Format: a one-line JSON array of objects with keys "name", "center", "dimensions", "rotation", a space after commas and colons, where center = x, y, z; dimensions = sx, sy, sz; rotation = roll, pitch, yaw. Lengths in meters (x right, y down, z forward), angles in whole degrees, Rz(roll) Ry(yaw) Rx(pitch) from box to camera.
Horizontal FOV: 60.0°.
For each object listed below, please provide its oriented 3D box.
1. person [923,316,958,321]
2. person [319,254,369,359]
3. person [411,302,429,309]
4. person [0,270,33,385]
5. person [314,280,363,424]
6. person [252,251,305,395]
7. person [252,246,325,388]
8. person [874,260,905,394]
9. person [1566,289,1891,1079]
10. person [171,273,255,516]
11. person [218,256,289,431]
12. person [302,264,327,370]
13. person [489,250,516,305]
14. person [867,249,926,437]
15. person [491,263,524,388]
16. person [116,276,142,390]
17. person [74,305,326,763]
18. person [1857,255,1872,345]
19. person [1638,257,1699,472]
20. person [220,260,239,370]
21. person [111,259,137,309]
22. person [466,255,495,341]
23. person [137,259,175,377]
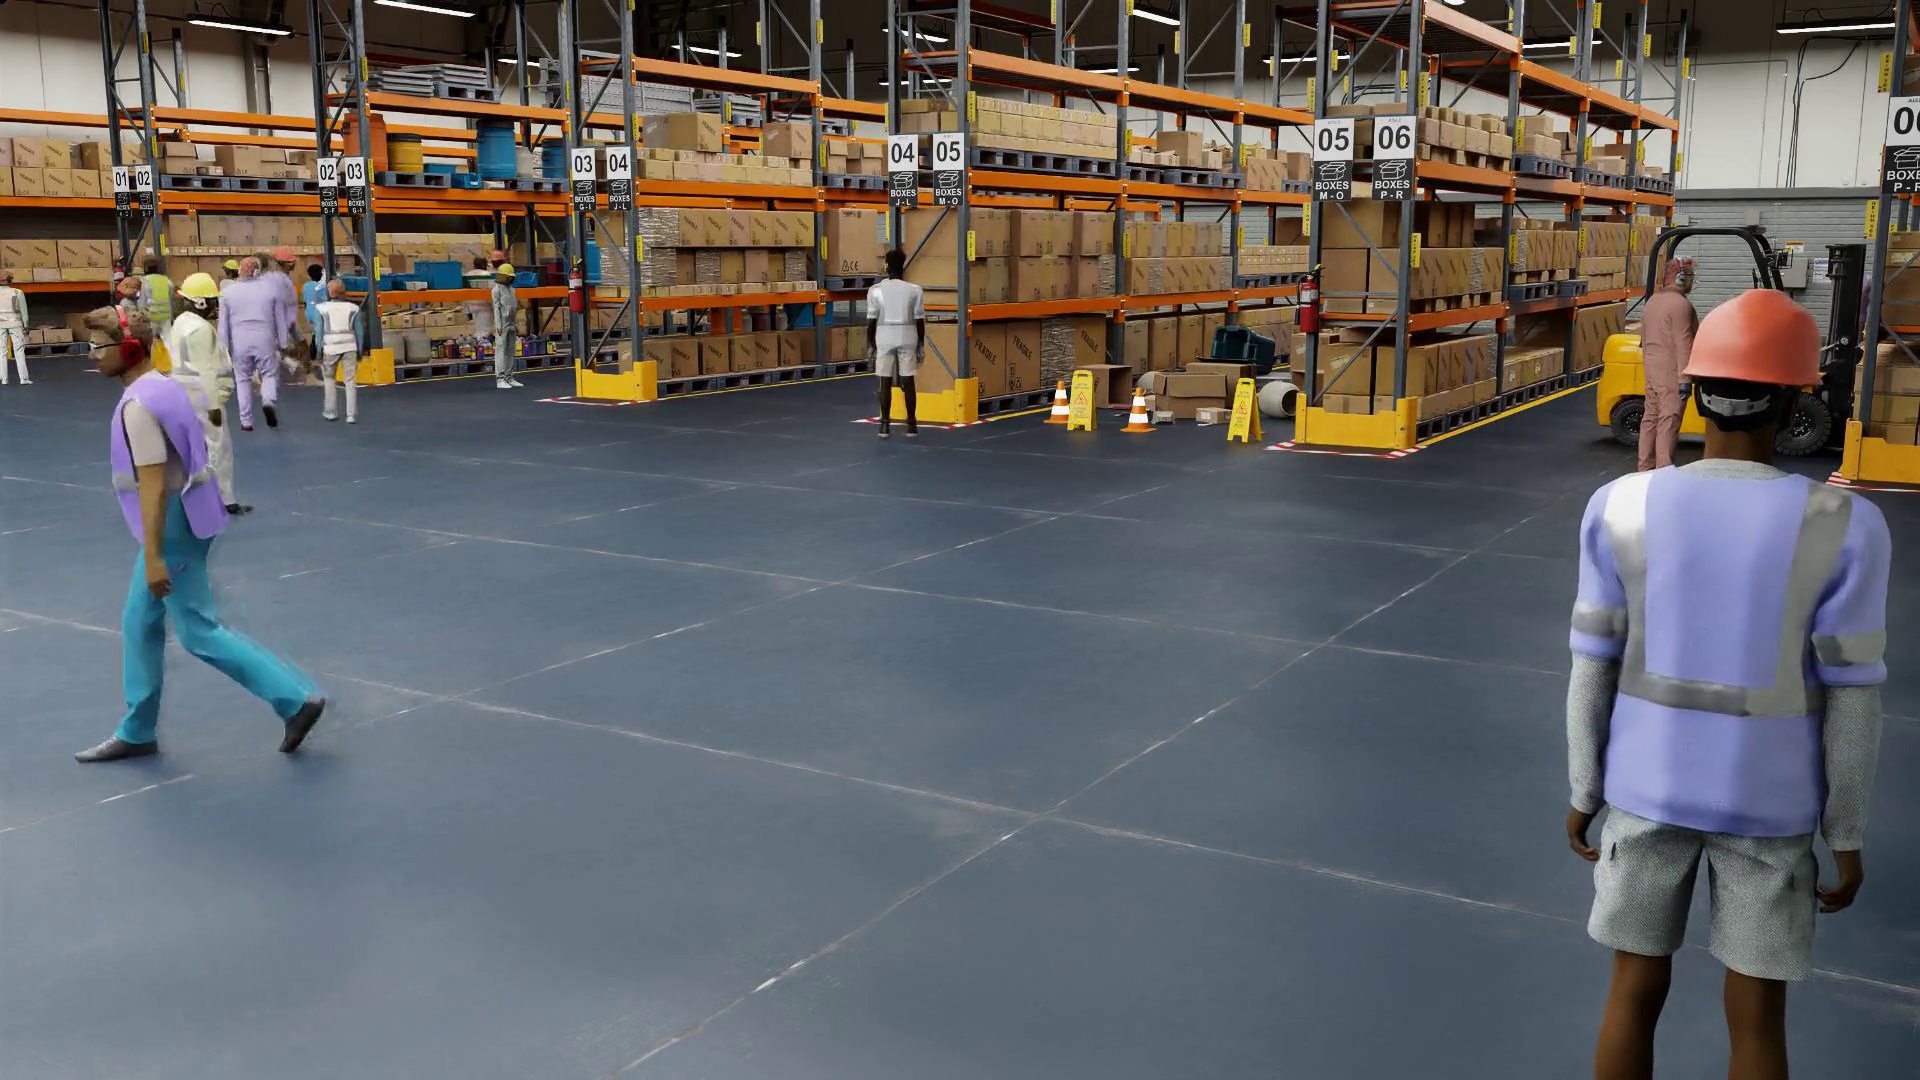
[{"name": "person", "center": [-0.264, -3.023, 22.647], "dimensions": [0.604, 2.038, 0.403], "rotation": [3, 10, 14]}, {"name": "person", "center": [-10.574, -3.930, 28.265], "dimensions": [0.583, 1.836, 0.968], "rotation": [5, 11, 27]}, {"name": "person", "center": [-11.245, -5.021, 34.583], "dimensions": [0.522, 1.769, 0.318], "rotation": [6, 12, 32]}, {"name": "person", "center": [-13.575, -3.021, 23.741], "dimensions": [0.521, 1.636, 0.311], "rotation": [-2, 10, -13]}, {"name": "person", "center": [-7.032, -2.125, 18.799], "dimensions": [0.539, 1.608, 0.775], "rotation": [-6, 12, -30]}, {"name": "person", "center": [-9.237, -2.921, 22.389], "dimensions": [0.620, 1.918, 0.635], "rotation": [-6, 12, -30]}, {"name": "person", "center": [-9.419, -3.086, 23.134], "dimensions": [1.025, 1.994, 0.612], "rotation": [-2, 10, -11]}, {"name": "person", "center": [-0.907, -2.871, 22.236], "dimensions": [0.514, 1.877, 0.328], "rotation": [8, 13, 37]}, {"name": "person", "center": [1.473, 0.488, 3.249], "dimensions": [0.552, 1.934, 0.373], "rotation": [6, 12, 32]}, {"name": "person", "center": [-5.611, -1.045, 12.188], "dimensions": [0.630, 1.812, 0.600], "rotation": [-7, 12, -36]}, {"name": "person", "center": [-7.600, -2.097, 17.879], "dimensions": [0.710, 1.882, 0.524], "rotation": [-4, 11, -22]}, {"name": "person", "center": [-10.285, -3.570, 26.673], "dimensions": [0.548, 1.697, 0.363], "rotation": [7, 12, 34]}, {"name": "person", "center": [-8.465, -4.347, 30.472], "dimensions": [0.570, 1.881, 0.981], "rotation": [5, 11, 26]}, {"name": "person", "center": [-0.662, -2.050, 17.384], "dimensions": [0.613, 1.961, 0.368], "rotation": [-1, 10, -3]}, {"name": "person", "center": [-6.360, -3.004, 23.362], "dimensions": [0.303, 1.740, 0.485], "rotation": [3, 11, 17]}, {"name": "person", "center": [-9.768, -2.290, 19.653], "dimensions": [0.285, 1.633, 0.498], "rotation": [-4, 11, -22]}, {"name": "person", "center": [-2.998, -0.014, 6.471], "dimensions": [0.877, 1.802, 0.615], "rotation": [-3, 11, -18]}, {"name": "person", "center": [12.775, -3.172, 23.815], "dimensions": [0.590, 1.919, 0.390], "rotation": [5, 11, 27]}, {"name": "person", "center": [5.773, -1.326, 13.491], "dimensions": [0.404, 1.911, 0.636], "rotation": [-1, 10, -4]}, {"name": "person", "center": [-11.683, -3.617, 26.744], "dimensions": [0.518, 1.757, 0.341], "rotation": [7, 12, 35]}, {"name": "person", "center": [-13.818, -3.773, 27.431], "dimensions": [0.550, 1.822, 0.630], "rotation": [4, 11, 23]}, {"name": "person", "center": [-8.089, -3.873, 27.997], "dimensions": [0.639, 1.821, 0.627], "rotation": [5, 11, 28]}, {"name": "person", "center": [-12.176, -3.358, 25.211], "dimensions": [0.977, 1.793, 0.646], "rotation": [6, 12, 32]}]
